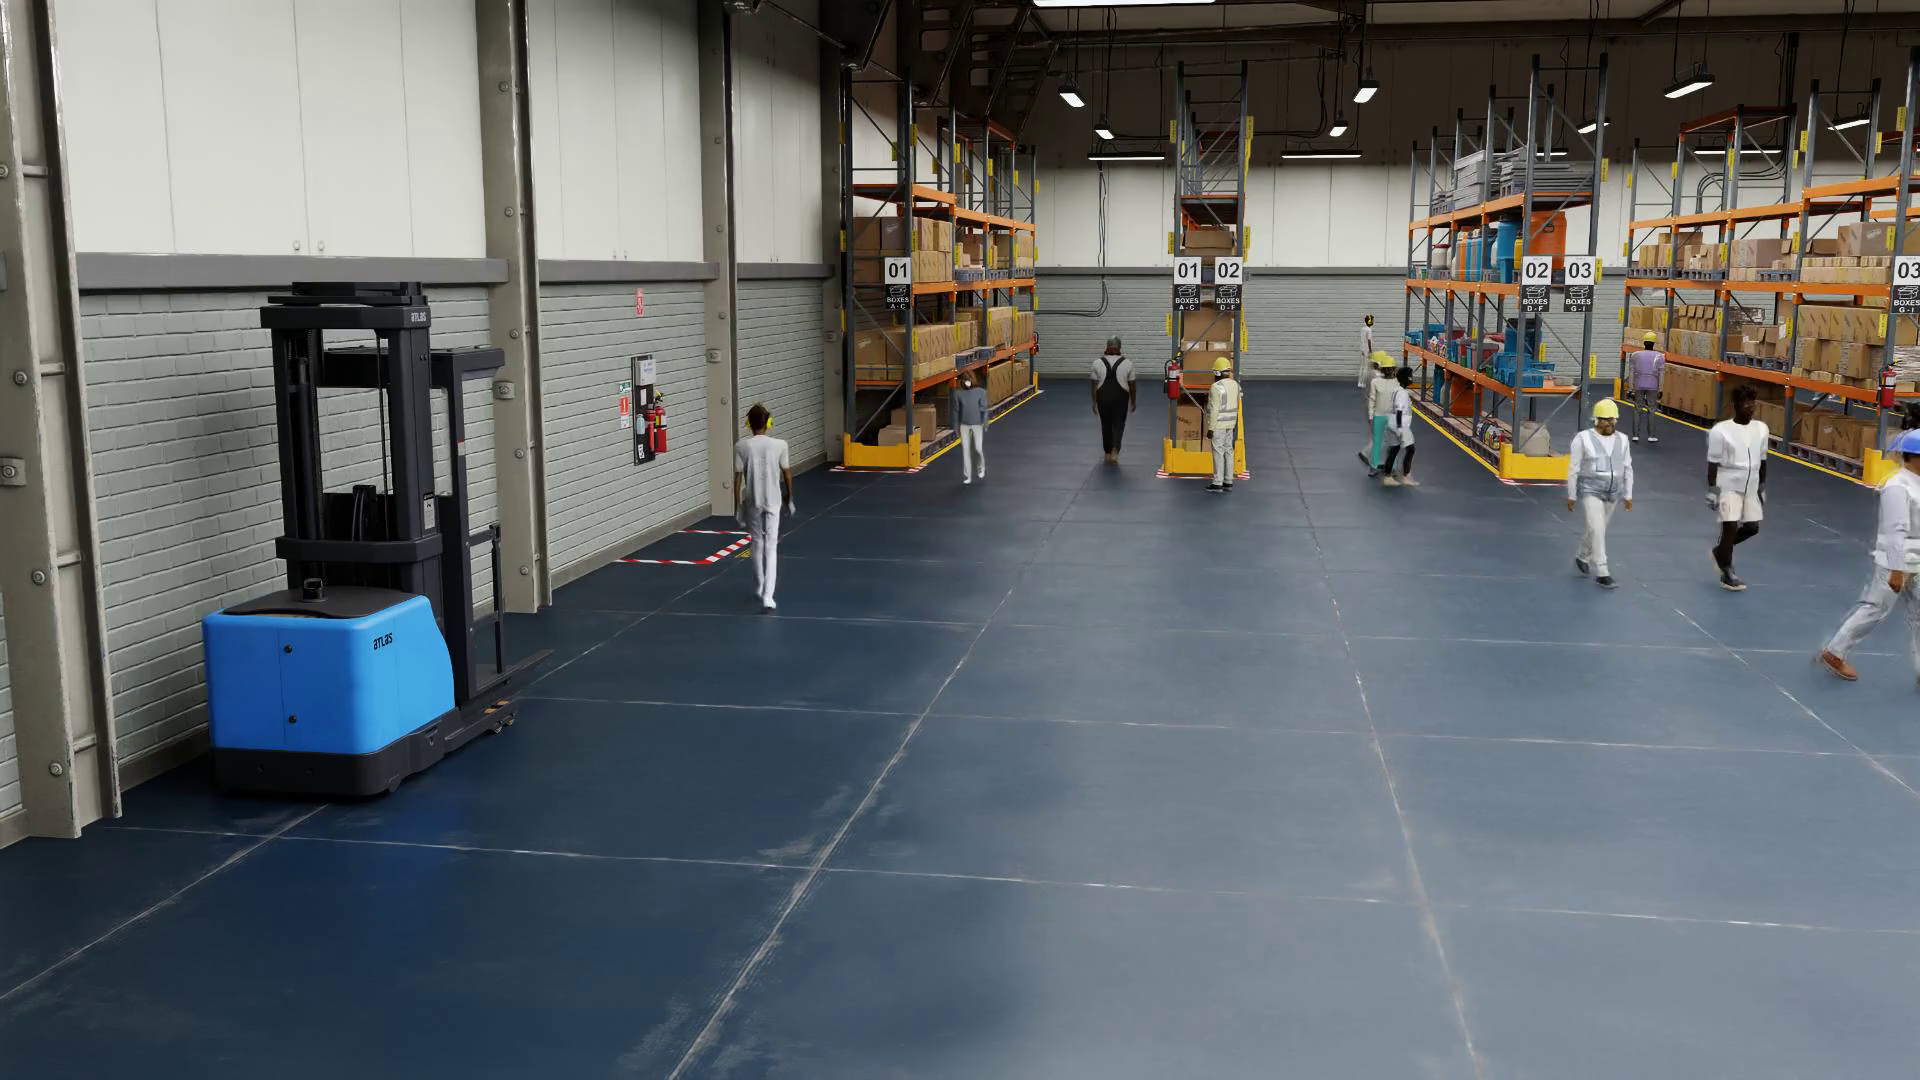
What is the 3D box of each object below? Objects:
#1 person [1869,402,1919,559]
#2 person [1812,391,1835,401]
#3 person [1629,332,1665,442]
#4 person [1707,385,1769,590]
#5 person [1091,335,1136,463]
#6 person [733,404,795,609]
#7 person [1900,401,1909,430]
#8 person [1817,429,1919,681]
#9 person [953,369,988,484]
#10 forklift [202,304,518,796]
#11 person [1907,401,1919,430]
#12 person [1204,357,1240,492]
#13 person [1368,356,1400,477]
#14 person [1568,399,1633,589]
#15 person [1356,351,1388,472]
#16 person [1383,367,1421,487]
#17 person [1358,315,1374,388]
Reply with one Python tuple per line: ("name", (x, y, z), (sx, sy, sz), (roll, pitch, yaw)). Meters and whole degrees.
("person", (9.944, -0.589, 17.154), (0.529, 1.667, 0.801), (-7, 12, -37))
("person", (20.153, -4.035, 38.607), (0.697, 1.606, 0.531), (-7, 11, -36))
("person", (12.097, -2.694, 29.328), (0.590, 1.926, 0.388), (5, 11, 30))
("person", (7.371, -0.517, 15.840), (0.625, 1.945, 0.565), (-2, 9, -9))
("person", (2.421, -2.232, 26.259), (0.688, 2.000, 0.956), (2, 9, 12))
("person", (-1.769, -0.313, 14.998), (0.535, 1.821, 1.002), (0, 9, -2))
("person", (16.320, -2.527, 28.381), (0.550, 1.916, 0.805), (3, 10, 19))
("person", (6.749, 0.133, 11.982), (0.629, 1.906, 0.991), (-7, 12, -37))
("person", (0.158, -1.617, 23.614), (0.531, 1.619, 0.405), (3, 10, 16))
("forklift", (-3.673, -0.038, 10.147), (1.129, 2.768, 1.873), (1, 9, 9))
("person", (15.293, -2.249, 26.347), (0.612, 2.014, 0.914), (2, 9, 13))
("person", (3.565, -1.577, 22.729), (0.404, 1.830, 0.602), (8, 12, 42))
("person", (6.253, -1.813, 24.397), (0.525, 1.769, 0.315), (3, 10, 19))
("person", (6.188, -0.483, 16.114), (0.604, 1.795, 0.910), (-2, 9, -10))
("person", (6.244, -1.930, 24.947), (0.479, 1.820, 0.596), (0, 9, -1))
("person", (6.201, -1.563, 23.102), (0.632, 1.677, 0.562), (2, 9, 11))
("person", (10.542, -4.888, 43.083), (0.325, 1.865, 0.517), (-1, 9, -8))
